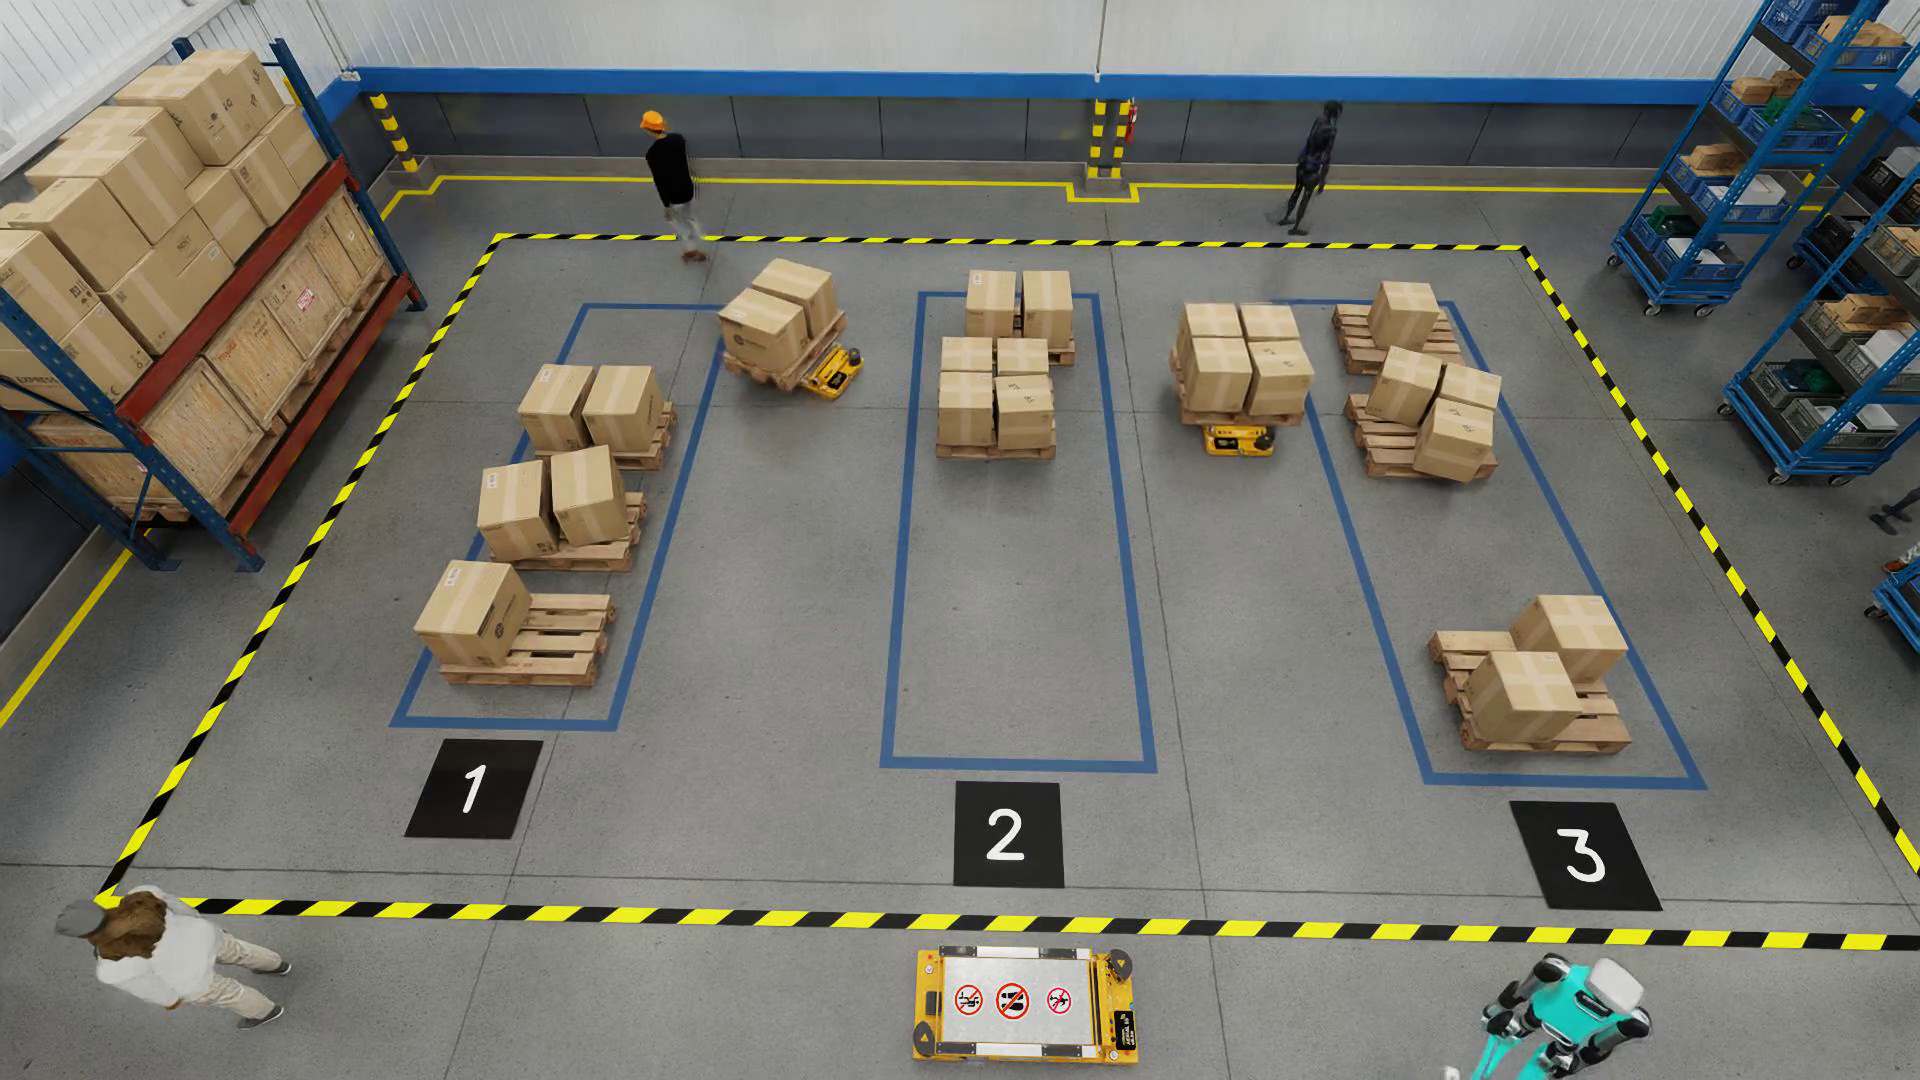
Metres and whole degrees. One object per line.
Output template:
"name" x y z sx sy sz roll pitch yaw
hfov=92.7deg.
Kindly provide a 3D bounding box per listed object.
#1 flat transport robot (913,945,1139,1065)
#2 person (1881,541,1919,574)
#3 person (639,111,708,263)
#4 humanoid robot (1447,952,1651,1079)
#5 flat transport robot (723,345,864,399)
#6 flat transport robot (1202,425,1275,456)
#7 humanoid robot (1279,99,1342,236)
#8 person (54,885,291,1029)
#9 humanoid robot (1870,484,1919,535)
"flat transport robot" 0.422 3.041 6.007 1.431 0.231 0.659 1 51 1
"person" 8.694 -0.238 7.602 0.354 1.937 0.632 -22 54 -17
"person" -3.359 -4.123 10.826 0.464 1.861 0.586 27 56 20
"humanoid robot" 3.147 2.948 5.140 0.550 1.768 0.801 32 58 24
"flat transport robot" -1.844 -2.024 10.118 1.431 0.197 0.652 19 53 15
"flat transport robot" 2.850 -1.467 9.664 0.652 0.197 1.431 1 51 1
"humanoid robot" 4.353 -4.614 11.329 0.315 1.657 0.599 -7 51 -6
"person" -4.636 2.499 5.479 0.396 1.767 0.573 -10 51 -8
"humanoid robot" 8.957 -0.711 8.147 0.599 1.657 0.315 -24 55 -18
